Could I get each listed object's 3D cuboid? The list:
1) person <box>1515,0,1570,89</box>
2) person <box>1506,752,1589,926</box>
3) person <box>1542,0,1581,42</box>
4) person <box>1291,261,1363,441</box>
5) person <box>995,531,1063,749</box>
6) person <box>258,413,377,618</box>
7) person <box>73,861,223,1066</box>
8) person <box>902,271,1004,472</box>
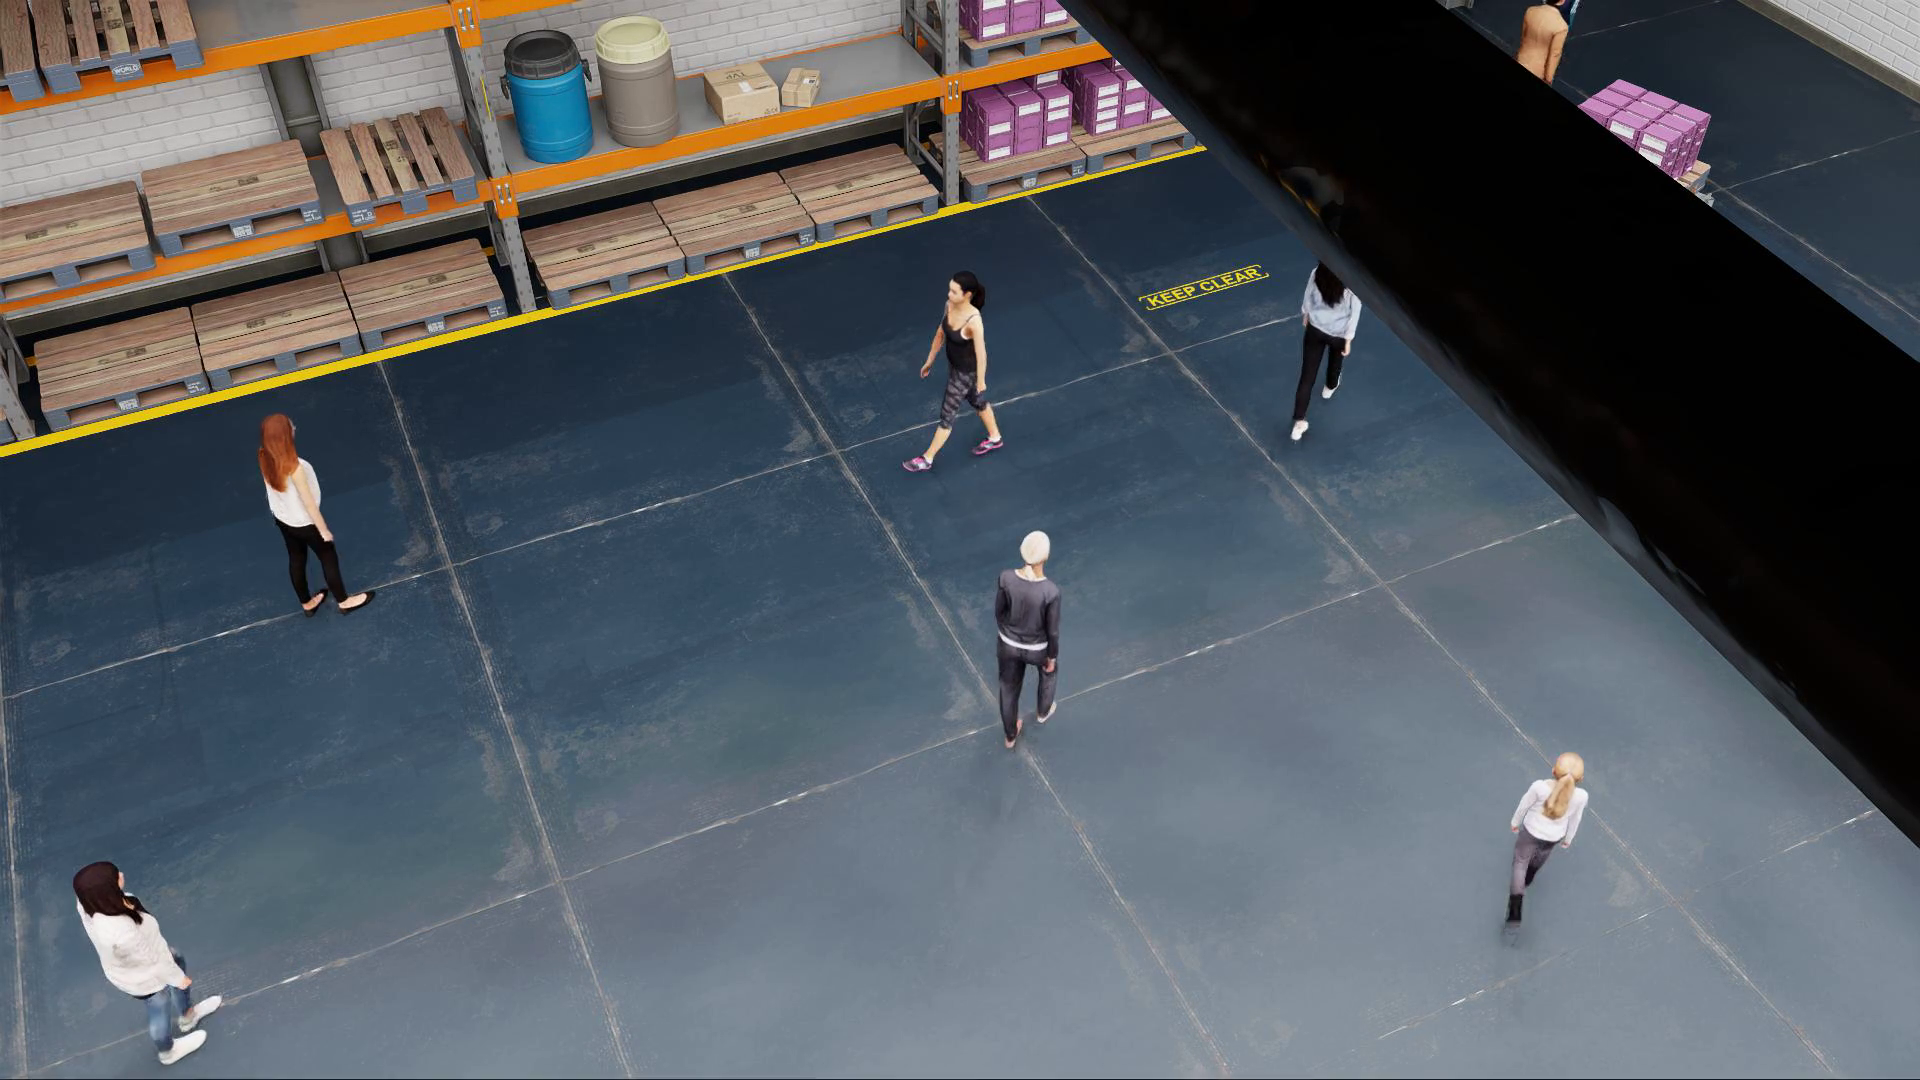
[{"bbox_3d":[5.325,-4.420,15.612,1.190,1.699,0.894,-35,53,-31],"label":"person"},{"bbox_3d":[3.329,1.706,9.500,0.854,1.261,0.877,10,45,11],"label":"person"},{"bbox_3d":[6.034,-5.224,16.791,0.759,1.237,0.948,28,50,27],"label":"person"},{"bbox_3d":[2.741,-1.509,12.584,1.048,1.662,1.187,20,47,20],"label":"person"},{"bbox_3d":[0.384,0.676,10.256,0.812,1.708,0.869,12,45,12],"label":"person"},{"bbox_3d":[-4.432,-0.125,11.092,0.711,1.716,0.770,21,47,20],"label":"person"},{"bbox_3d":[-4.343,2.250,8.665,0.752,1.624,0.781,32,52,29],"label":"person"},{"bbox_3d":[0.113,-1.284,12.325,1.065,1.693,0.555,-18,47,-18],"label":"person"}]
